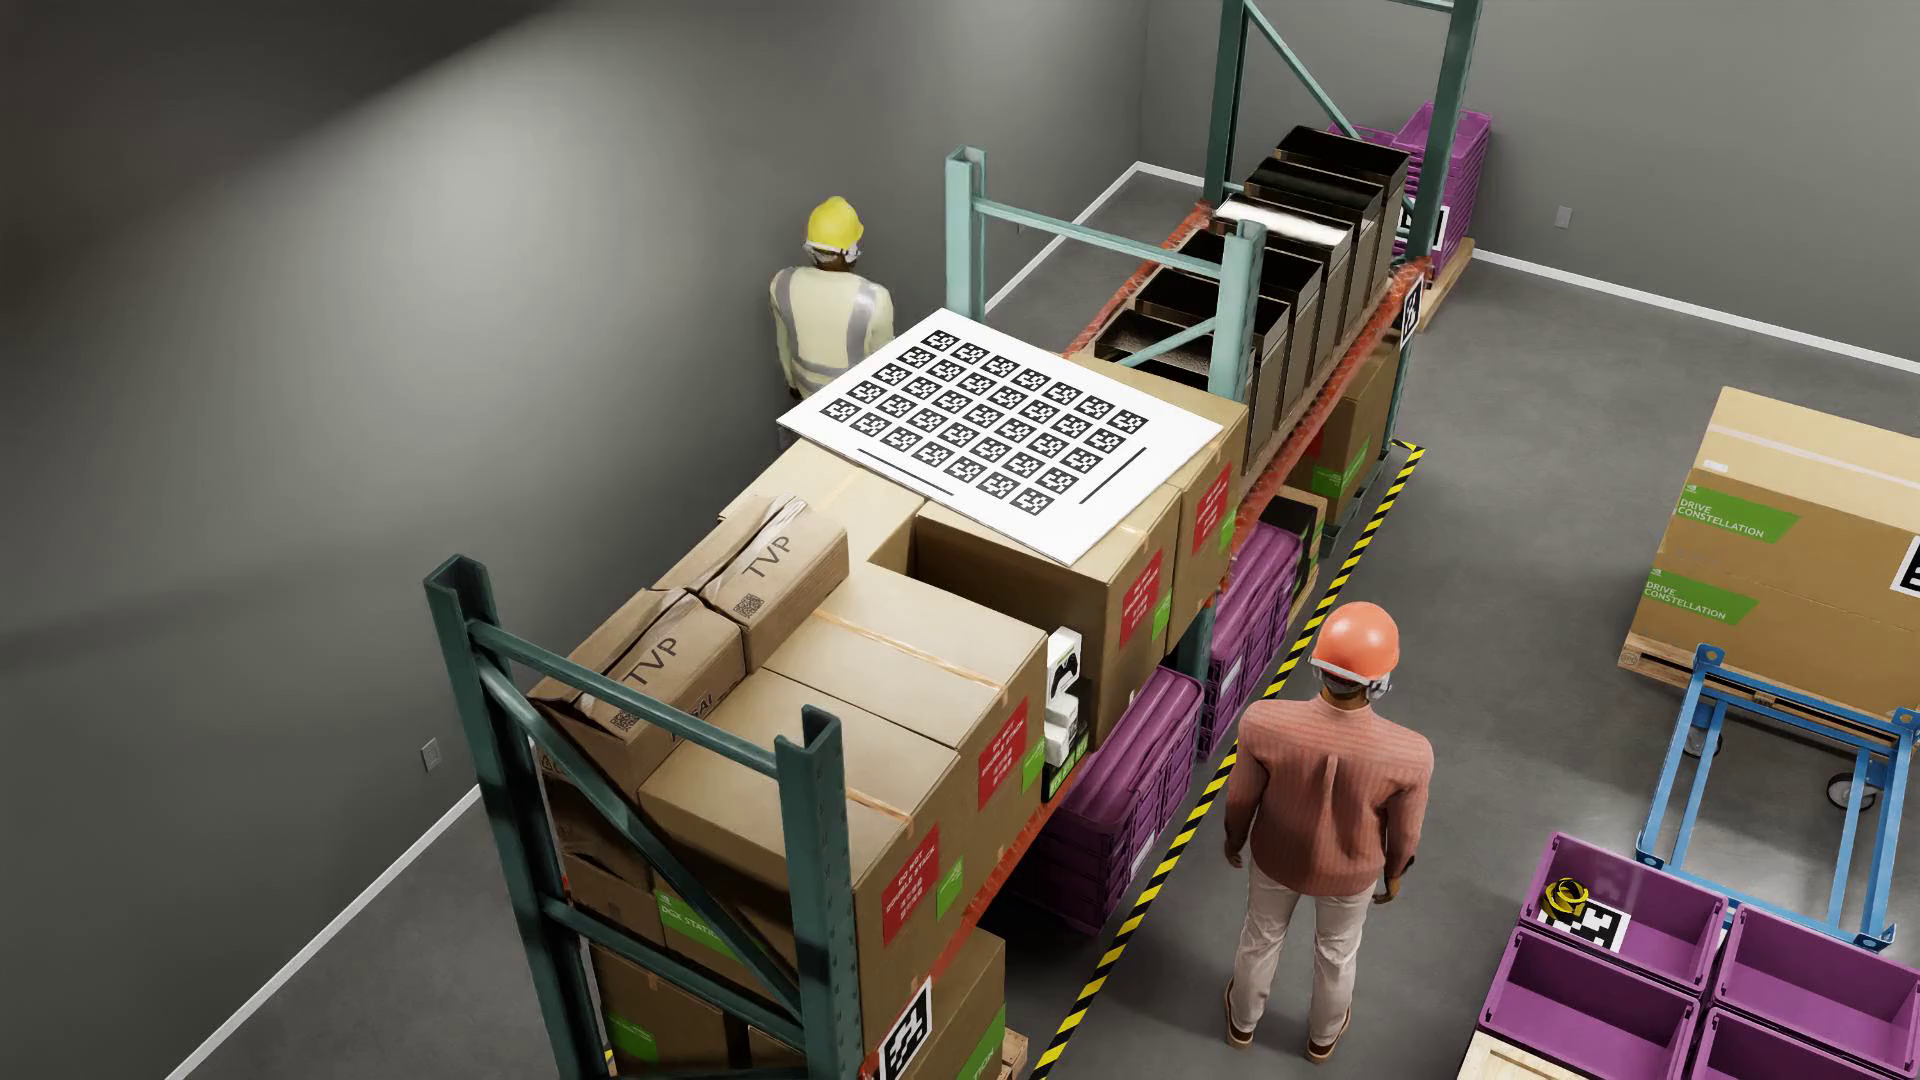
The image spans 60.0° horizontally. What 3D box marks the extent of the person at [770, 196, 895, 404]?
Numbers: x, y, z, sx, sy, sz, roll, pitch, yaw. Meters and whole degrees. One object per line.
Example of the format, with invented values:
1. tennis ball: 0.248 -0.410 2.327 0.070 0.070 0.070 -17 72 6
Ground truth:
1. person: -0.537 -0.700 7.519 0.617 1.818 0.431 14 42 17

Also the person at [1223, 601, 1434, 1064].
1. person: 1.151 0.993 5.377 0.608 1.987 0.386 10 41 12
